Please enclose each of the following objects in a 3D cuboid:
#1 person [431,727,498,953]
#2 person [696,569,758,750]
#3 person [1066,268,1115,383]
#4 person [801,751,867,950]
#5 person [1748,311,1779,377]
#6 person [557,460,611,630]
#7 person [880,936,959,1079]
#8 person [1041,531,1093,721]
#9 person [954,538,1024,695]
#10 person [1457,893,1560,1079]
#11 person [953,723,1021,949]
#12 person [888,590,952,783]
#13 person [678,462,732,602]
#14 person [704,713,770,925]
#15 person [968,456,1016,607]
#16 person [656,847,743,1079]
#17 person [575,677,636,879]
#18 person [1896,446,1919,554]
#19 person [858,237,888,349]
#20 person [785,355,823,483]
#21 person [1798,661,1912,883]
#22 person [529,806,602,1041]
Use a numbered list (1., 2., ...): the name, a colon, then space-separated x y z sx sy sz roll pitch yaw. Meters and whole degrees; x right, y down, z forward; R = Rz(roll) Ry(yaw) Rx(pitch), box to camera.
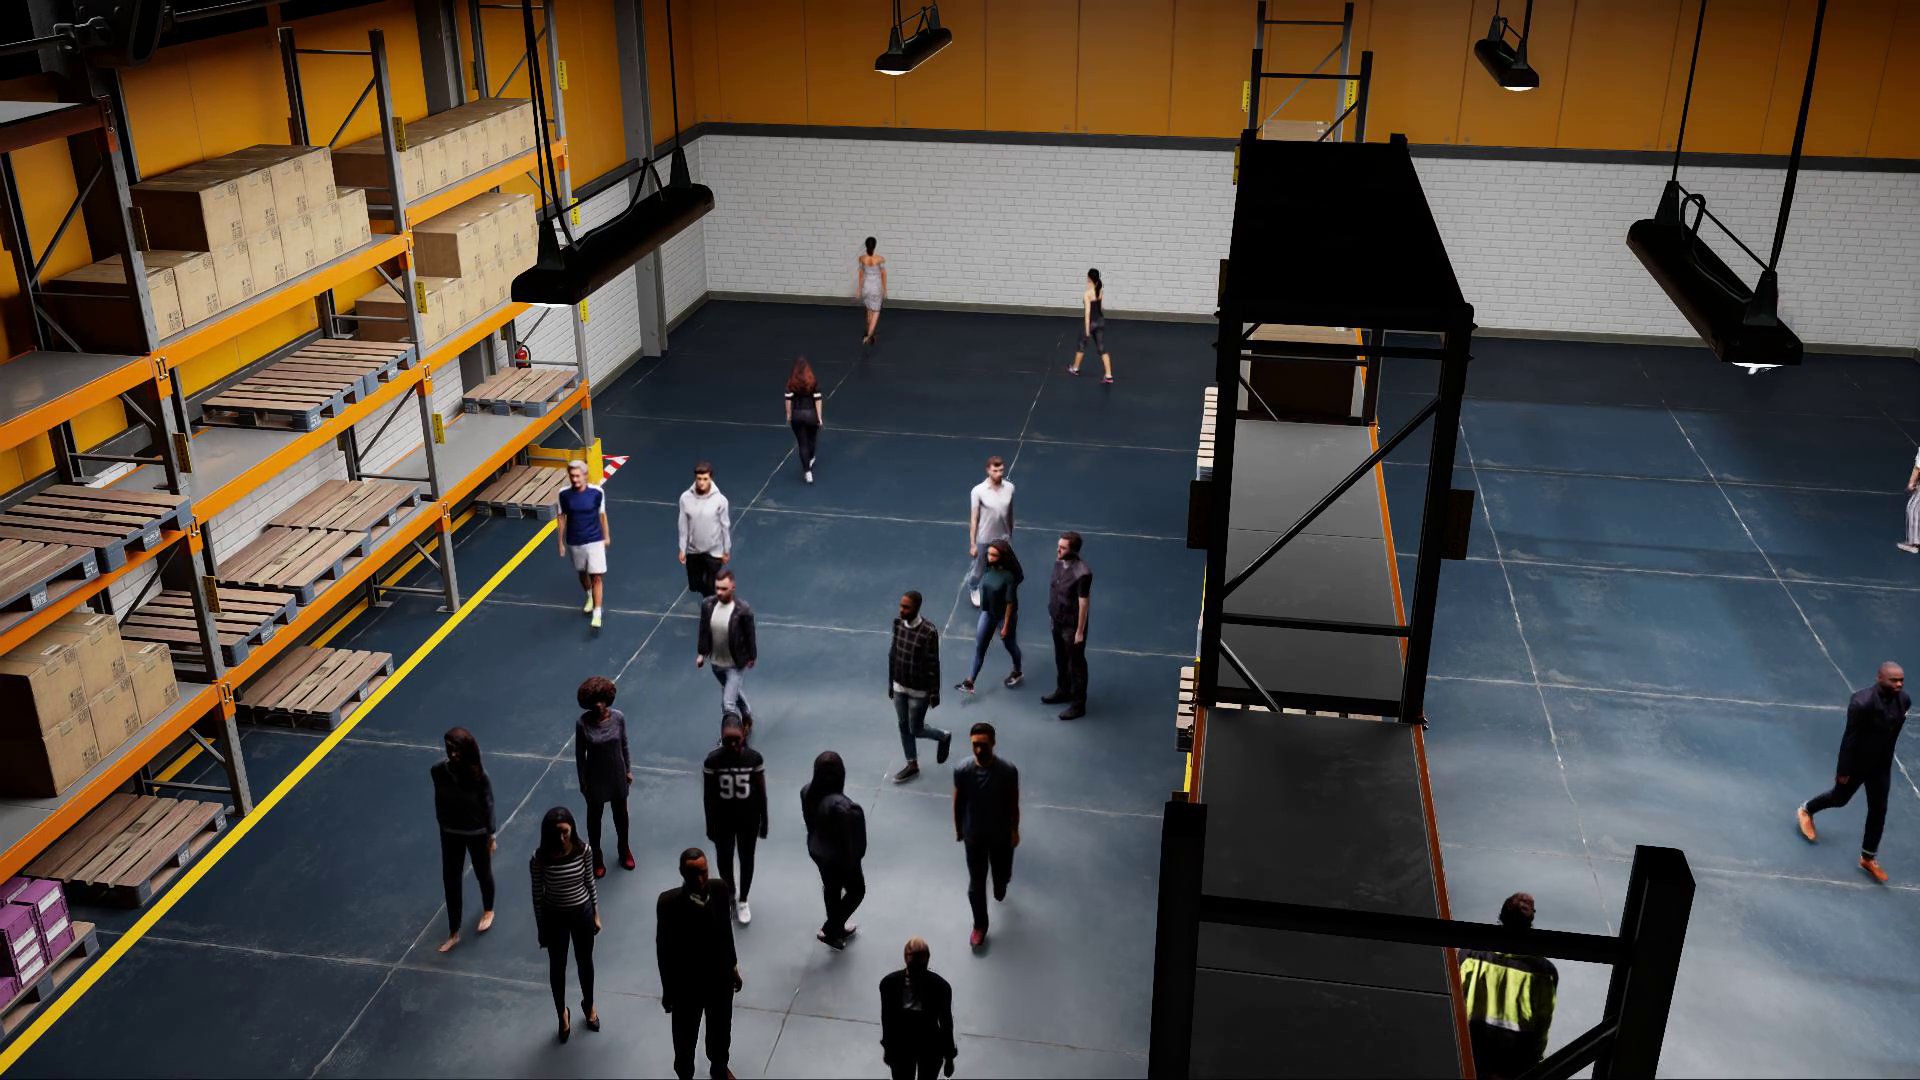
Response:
1. person: -3.673 2.144 12.475 0.689 1.755 0.858 2 24 4
2. person: -2.039 1.061 14.910 0.866 1.789 1.233 10 26 22
3. person: 2.050 -3.133 24.638 1.106 1.682 1.130 -17 29 -34
4. person: -0.982 2.329 12.264 0.931 1.586 0.879 -20 31 -38
5. person: 12.167 -3.143 25.204 0.836 1.248 0.744 -20 30 -37
6. person: -3.901 -0.020 17.374 0.818 1.796 1.160 -1 24 -3
7. person: -0.250 3.139 10.296 0.715 1.677 0.940 1 24 2
8. person: 1.023 0.769 15.507 0.870 1.845 0.751 -10 26 -22
9. person: 0.448 0.719 15.959 1.129 1.576 0.983 -20 31 -38
10. person: 3.236 3.081 10.093 0.828 1.946 1.044 5 24 12
11. person: 0.220 2.134 12.451 0.695 1.793 0.947 3 24 6
12. person: -0.345 1.234 14.489 0.905 1.809 0.991 20 31 39
13. person: -2.596 0.061 17.046 0.751 1.911 0.936 2 24 4
14. person: -1.708 2.085 12.649 0.727 1.724 0.753 -5 24 -10
15. person: 0.299 -0.015 17.339 1.025 1.816 1.284 -7 25 -15
16. person: -1.683 2.809 10.767 0.799 1.904 0.842 -13 27 -28
17. person: -2.816 1.861 13.177 0.660 1.711 0.688 -11 26 -23
18. person: 11.150 -0.637 18.964 0.707 1.653 0.632 8 25 19
19. person: -1.407 -3.825 26.079 0.687 1.797 1.065 7 25 15
20. person: -1.965 -1.509 21.012 0.780 1.610 1.051 -2 24 -5
21. person: 7.190 1.754 13.329 1.019 1.786 1.280 -5 24 -11
22. person: -2.679 2.604 11.371 0.641 1.797 0.664 -11 26 -24
